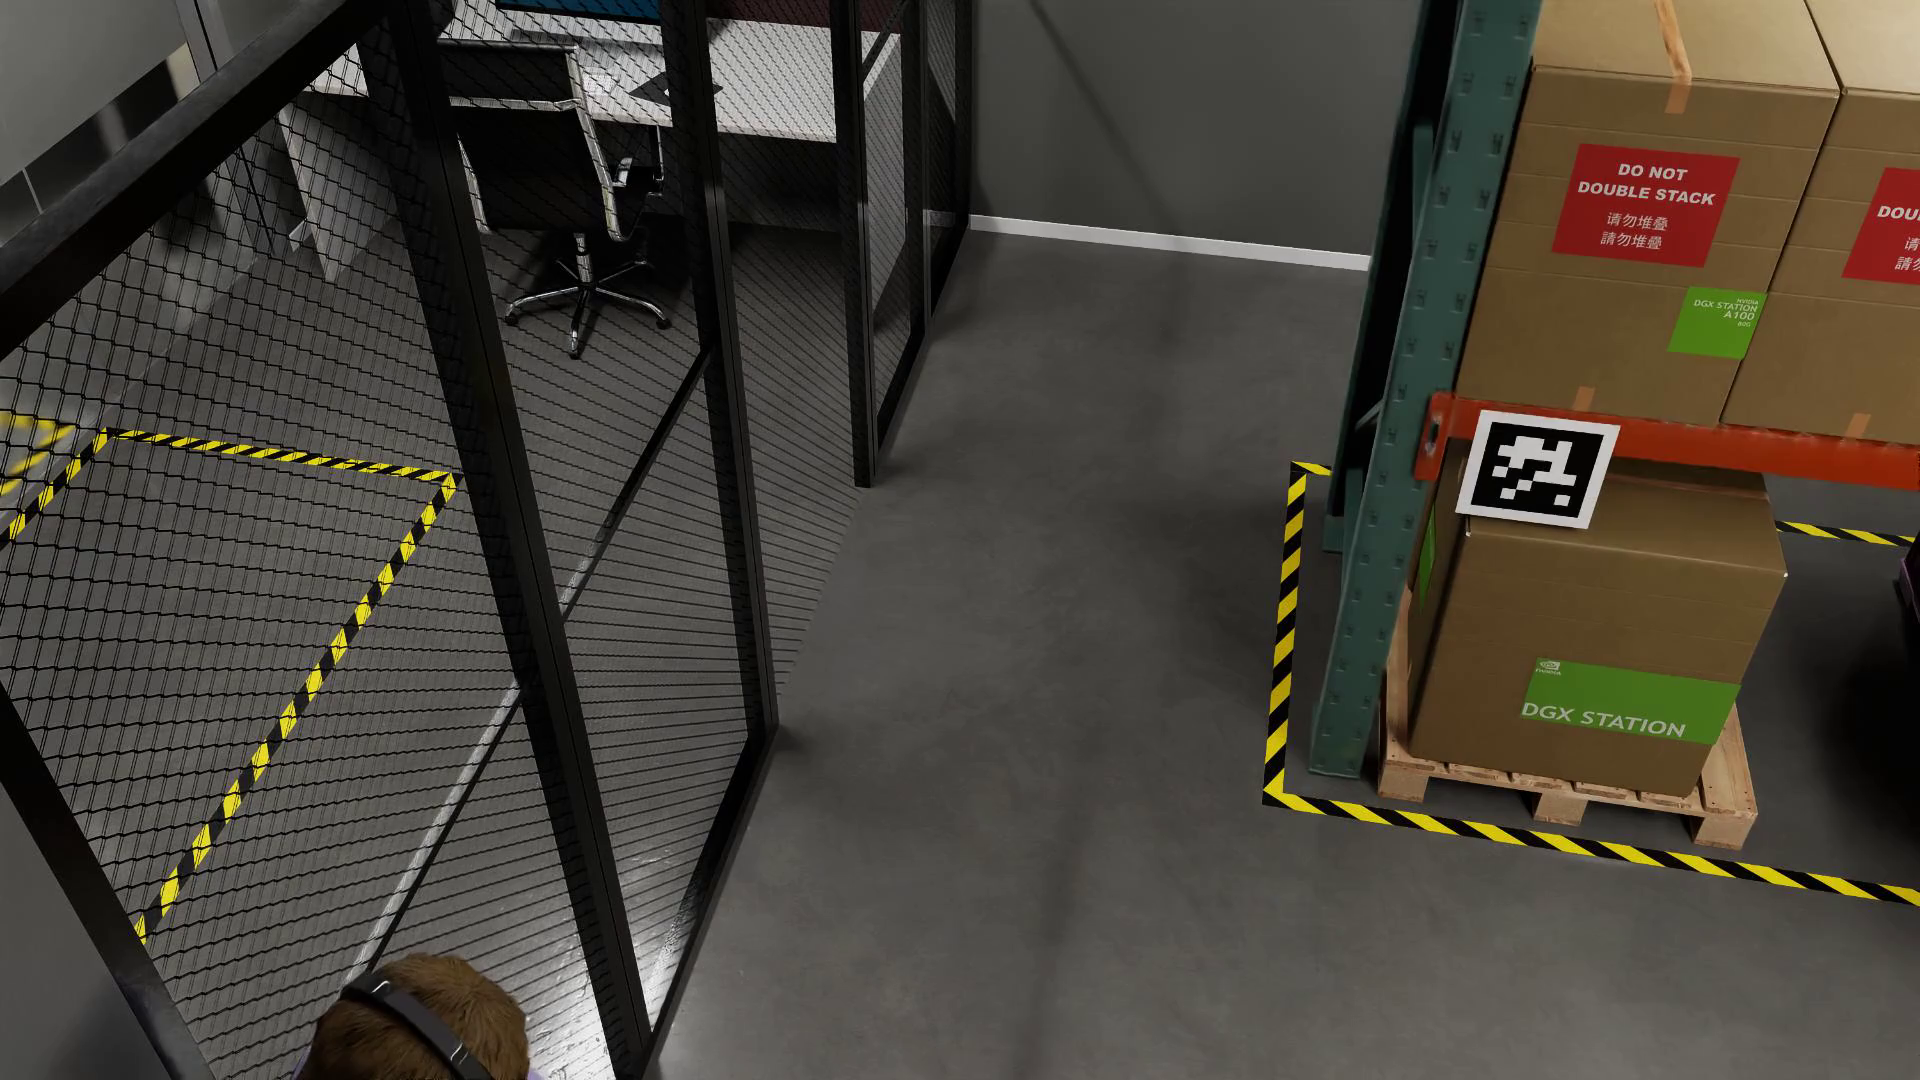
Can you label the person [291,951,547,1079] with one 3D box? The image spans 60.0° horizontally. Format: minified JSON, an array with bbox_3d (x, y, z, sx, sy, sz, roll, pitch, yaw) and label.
[{"bbox_3d":[-0.521,1.153,2.171,0.630,1.940,0.373,19,44,20],"label":"person"}]
